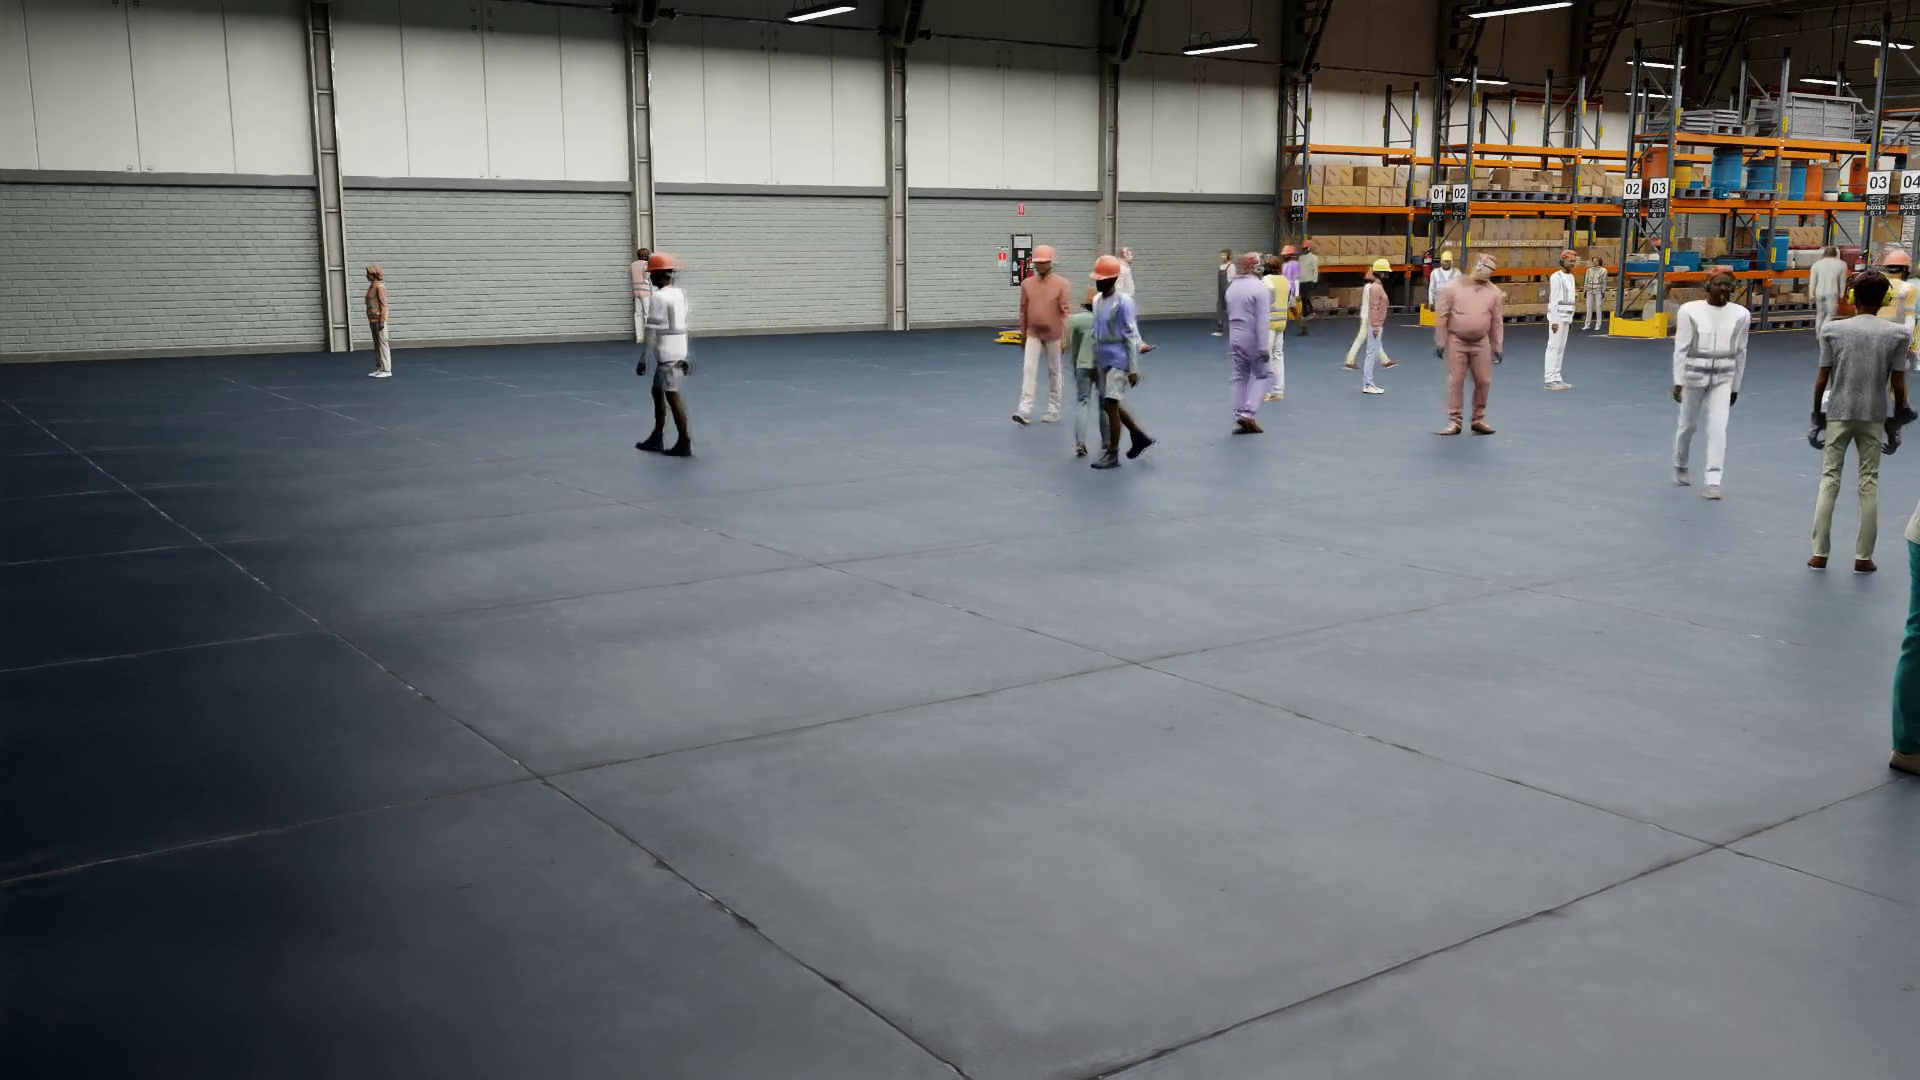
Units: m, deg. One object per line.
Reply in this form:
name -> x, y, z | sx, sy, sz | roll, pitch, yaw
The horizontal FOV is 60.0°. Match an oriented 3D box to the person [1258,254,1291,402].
person -> 3.865, -2.639, 20.847 | 0.653, 1.840, 0.430 | -10, 14, -44

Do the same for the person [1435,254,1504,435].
person -> 5.298, -2.021, 17.304 | 0.711, 1.879, 0.445 | 0, 10, 2

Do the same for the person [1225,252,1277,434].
person -> 3.037, -2.035, 17.311 | 0.430, 1.891, 0.677 | -5, 12, -28

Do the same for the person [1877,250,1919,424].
person -> 10.214, -2.196, 18.178 | 0.863, 1.901, 0.576 | -7, 13, -35

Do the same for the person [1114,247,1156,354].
person -> 2.956, -4.162, 29.043 | 0.951, 1.860, 0.679 | 1, 10, 3

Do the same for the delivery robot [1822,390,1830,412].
delivery robot -> 9.580, -1.517, 17.890 | 0.707, 0.478, 0.477 | -9, 14, -41

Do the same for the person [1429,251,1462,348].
person -> 9.124, -4.523, 31.246 | 0.603, 1.792, 0.909 | 2, 11, 10

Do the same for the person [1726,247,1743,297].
person -> 19.535, -6.527, 42.146 | 0.968, 1.823, 0.519 | -9, 14, -41

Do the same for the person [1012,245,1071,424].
person -> 0.881, -2.229, 18.202 | 0.652, 1.951, 0.962 | 5, 11, 23

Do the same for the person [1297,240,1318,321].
person -> 8.455, -6.356, 40.772 | 0.436, 1.978, 0.621 | -5, 12, -27

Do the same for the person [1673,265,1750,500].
person -> 6.003, -1.288, 13.378 | 0.571, 1.851, 0.949 | 2, 11, 12

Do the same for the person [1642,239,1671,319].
person -> 16.967, -6.319, 40.550 | 1.035, 2.000, 0.635 | -7, 13, -34

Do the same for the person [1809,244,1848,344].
person -> 16.507, -4.673, 31.694 | 0.634, 1.921, 0.605 | 8, 13, 38

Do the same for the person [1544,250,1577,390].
person -> 8.132, -2.971, 22.479 | 0.362, 1.883, 0.575 | 9, 14, 40

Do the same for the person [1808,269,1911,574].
person -> 5.496, -0.718, 10.201 | 0.506, 1.861, 0.311 | 5, 11, 25

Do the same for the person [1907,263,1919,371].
person -> 14.862, -3.502, 25.811 | 0.490, 1.722, 0.677 | 3, 11, 15

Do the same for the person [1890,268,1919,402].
person -> 11.603, -2.550, 20.677 | 0.540, 1.696, 0.317 | 2, 10, 9

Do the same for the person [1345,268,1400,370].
person -> 6.398, -3.424, 25.747 | 0.872, 1.583, 0.521 | 1, 10, 4

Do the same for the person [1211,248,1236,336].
person -> 5.574, -5.131, 34.513 | 0.722, 1.824, 0.508 | -6, 12, -28

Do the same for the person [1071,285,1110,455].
person -> 1.277, -1.609, 15.756 | 0.502, 1.604, 0.733 | 3, 11, 18

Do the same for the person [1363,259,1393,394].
person -> 5.509, -2.811, 21.920 | 0.324, 1.767, 0.533 | 3, 11, 18

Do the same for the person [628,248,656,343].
person -> -6.116, -4.736, 32.266 | 0.621, 1.845, 0.429 | 6, 12, 31

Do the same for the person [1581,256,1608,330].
person -> 14.017, -5.446, 36.716 | 0.307, 1.641, 0.514 | -9, 14, -41

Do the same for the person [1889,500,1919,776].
person -> 3.805, 0.025, 6.372 | 0.319, 1.769, 0.523 | 7, 13, 35

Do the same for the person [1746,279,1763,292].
person -> 22.941, -7.627, 47.903 | 0.376, 1.917, 0.599 | -8, 13, -39

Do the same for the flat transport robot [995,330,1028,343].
flat transport robot -> 1.315, -3.972, 32.388 | 0.652, 0.197, 1.431 | 6, 12, 31

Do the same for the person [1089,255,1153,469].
person -> 1.453, -1.589, 14.855 | 0.752, 1.905, 0.563 | -5, 11, -24

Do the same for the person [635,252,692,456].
person -> -2.861, -1.733, 15.633 | 0.787, 1.911, 0.547 | 2, 11, 13

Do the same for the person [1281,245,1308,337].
person -> 6.778, -5.108, 34.195 | 1.011, 1.885, 0.556 | -3, 11, -15

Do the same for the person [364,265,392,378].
person -> -8.544, -3.200, 24.402 | 0.306, 1.639, 0.524 | -7, 13, -35
